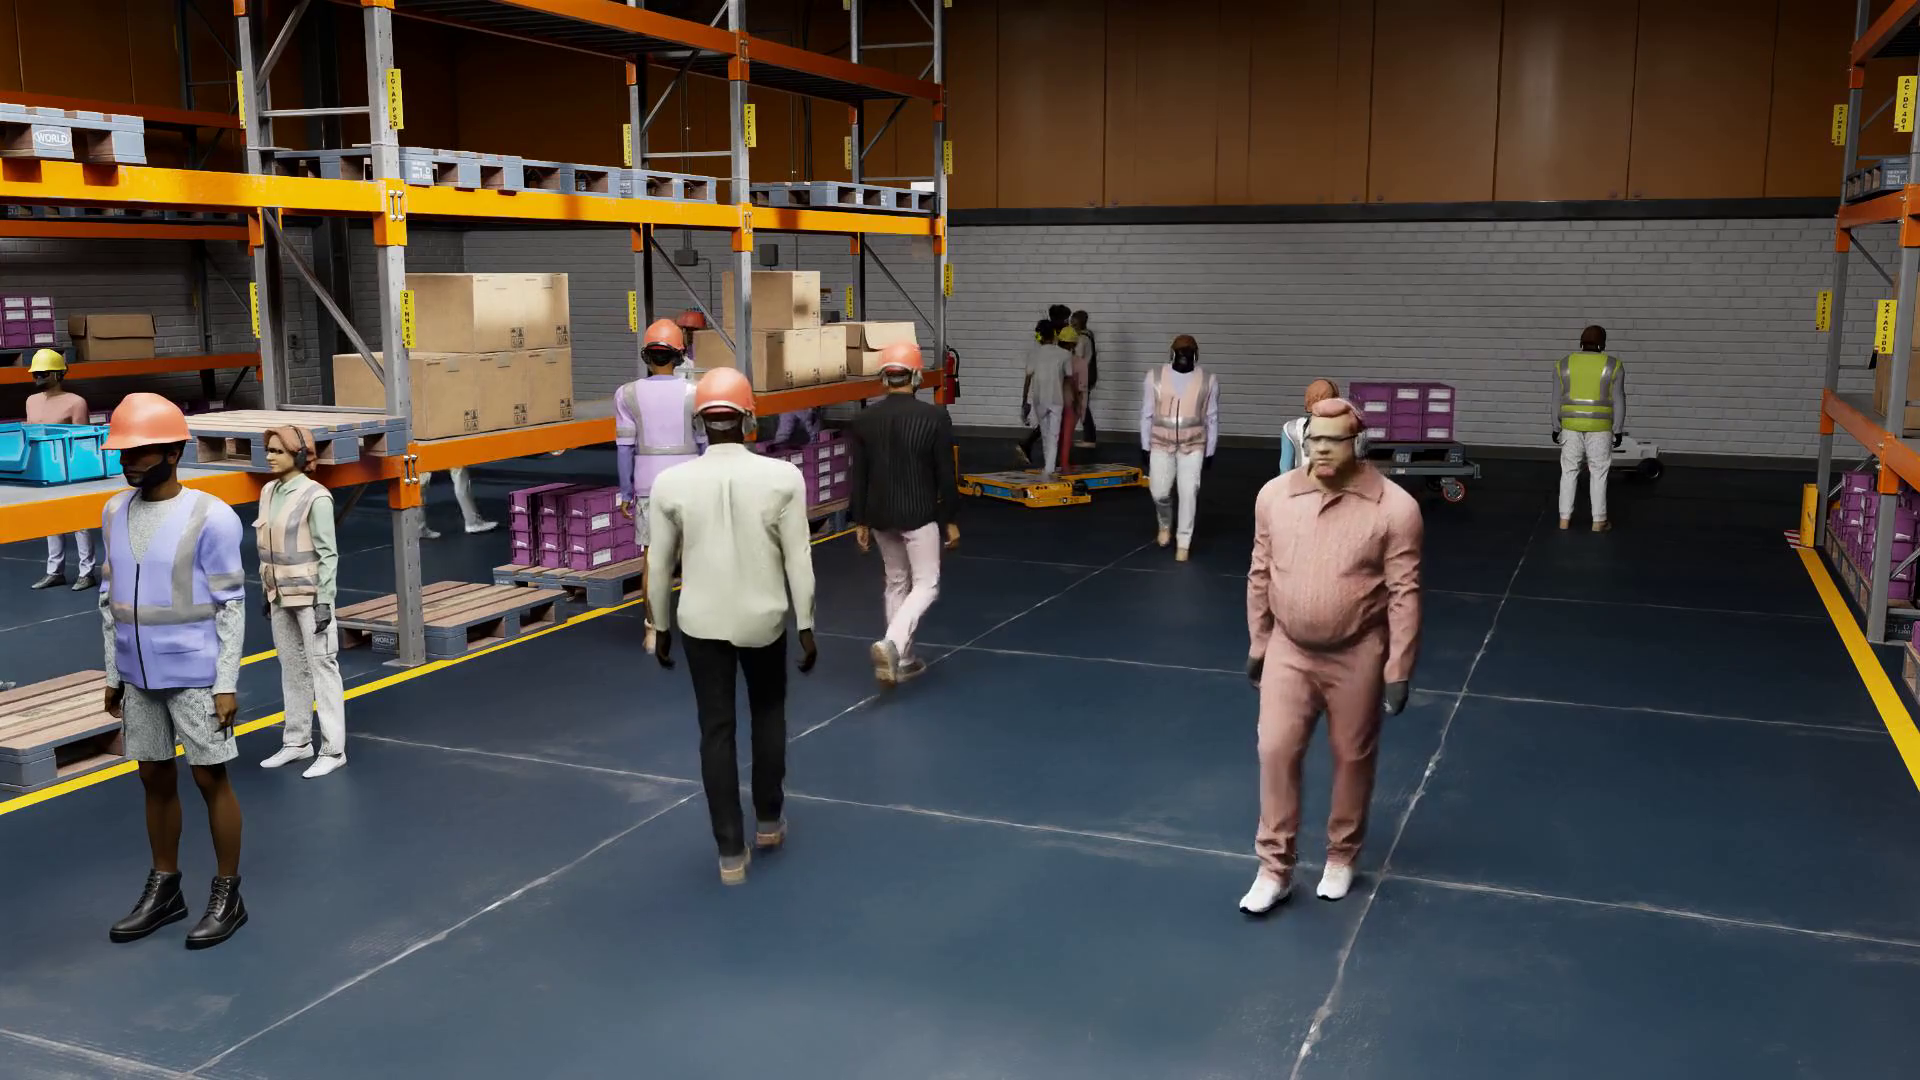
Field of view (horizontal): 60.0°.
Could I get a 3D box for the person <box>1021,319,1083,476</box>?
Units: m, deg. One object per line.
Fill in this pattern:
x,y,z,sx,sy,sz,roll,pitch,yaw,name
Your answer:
0.963,-1.398,17.432,0.620,1.818,0.910,3,10,15,person

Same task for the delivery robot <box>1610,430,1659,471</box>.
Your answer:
7.279,-0.961,18.277,0.707,0.478,0.477,0,9,0,delivery robot

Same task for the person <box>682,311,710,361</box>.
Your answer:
-2.809,-1.481,17.695,1.009,1.880,0.551,-1,9,-5,person

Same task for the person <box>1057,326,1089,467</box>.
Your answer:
1.131,-1.422,17.801,0.560,1.735,0.704,5,10,26,person

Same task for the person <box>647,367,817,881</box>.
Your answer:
-0.903,0.302,6.606,0.654,1.968,0.789,-1,9,-6,person

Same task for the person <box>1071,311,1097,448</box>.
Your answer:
1.597,-2.059,21.460,0.382,1.793,0.601,2,10,13,person

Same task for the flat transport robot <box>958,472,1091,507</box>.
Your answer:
0.626,-0.526,16.777,0.652,0.197,1.431,-6,11,-33,flat transport robot

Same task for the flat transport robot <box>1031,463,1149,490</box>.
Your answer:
1.337,-0.655,17.562,1.431,0.197,0.652,-6,11,-33,flat transport robot

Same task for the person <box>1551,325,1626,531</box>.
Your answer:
5.628,-1.001,14.912,0.633,1.841,0.429,6,11,32,person

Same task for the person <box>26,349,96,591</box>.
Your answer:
-6.576,-0.505,12.129,0.523,1.769,0.315,2,10,12,person

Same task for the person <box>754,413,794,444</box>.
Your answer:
-2.504,-2.110,21.435,0.864,1.904,0.627,7,12,38,person

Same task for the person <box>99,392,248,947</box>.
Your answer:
-2.750,0.456,5.783,0.543,1.940,0.361,2,10,14,person

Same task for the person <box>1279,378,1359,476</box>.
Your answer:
2.334,-0.231,10.851,0.515,1.641,0.314,4,10,23,person

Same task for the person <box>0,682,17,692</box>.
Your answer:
-5.533,-0.018,8.898,0.836,1.863,0.665,-9,13,-44,person

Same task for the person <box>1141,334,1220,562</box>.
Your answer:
1.776,-0.755,13.446,0.632,1.829,0.524,2,10,11,person

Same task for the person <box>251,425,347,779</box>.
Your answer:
-3.076,0.280,7.748,0.516,1.645,0.308,6,11,33,person

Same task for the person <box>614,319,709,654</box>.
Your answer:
-1.787,-0.320,10.171,0.605,2.045,0.379,-1,9,-5,person

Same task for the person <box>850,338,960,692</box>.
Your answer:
-0.334,-0.129,9.235,0.624,1.972,0.788,4,10,25,person

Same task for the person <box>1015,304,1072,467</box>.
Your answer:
0.983,-1.724,18.999,0.531,1.937,0.648,-3,10,-16,person

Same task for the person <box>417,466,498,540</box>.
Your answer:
-4.474,-0.959,14.492,0.608,1.888,0.878,7,12,38,person

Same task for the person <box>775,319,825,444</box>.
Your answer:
-1.682,-1.446,17.641,0.657,1.843,1.039,7,12,38,person

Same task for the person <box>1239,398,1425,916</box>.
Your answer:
1.302,0.441,6.029,0.673,1.881,0.785,5,11,27,person

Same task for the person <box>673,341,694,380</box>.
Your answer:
-2.921,-1.295,17.001,0.506,1.727,0.453,3,10,20,person
